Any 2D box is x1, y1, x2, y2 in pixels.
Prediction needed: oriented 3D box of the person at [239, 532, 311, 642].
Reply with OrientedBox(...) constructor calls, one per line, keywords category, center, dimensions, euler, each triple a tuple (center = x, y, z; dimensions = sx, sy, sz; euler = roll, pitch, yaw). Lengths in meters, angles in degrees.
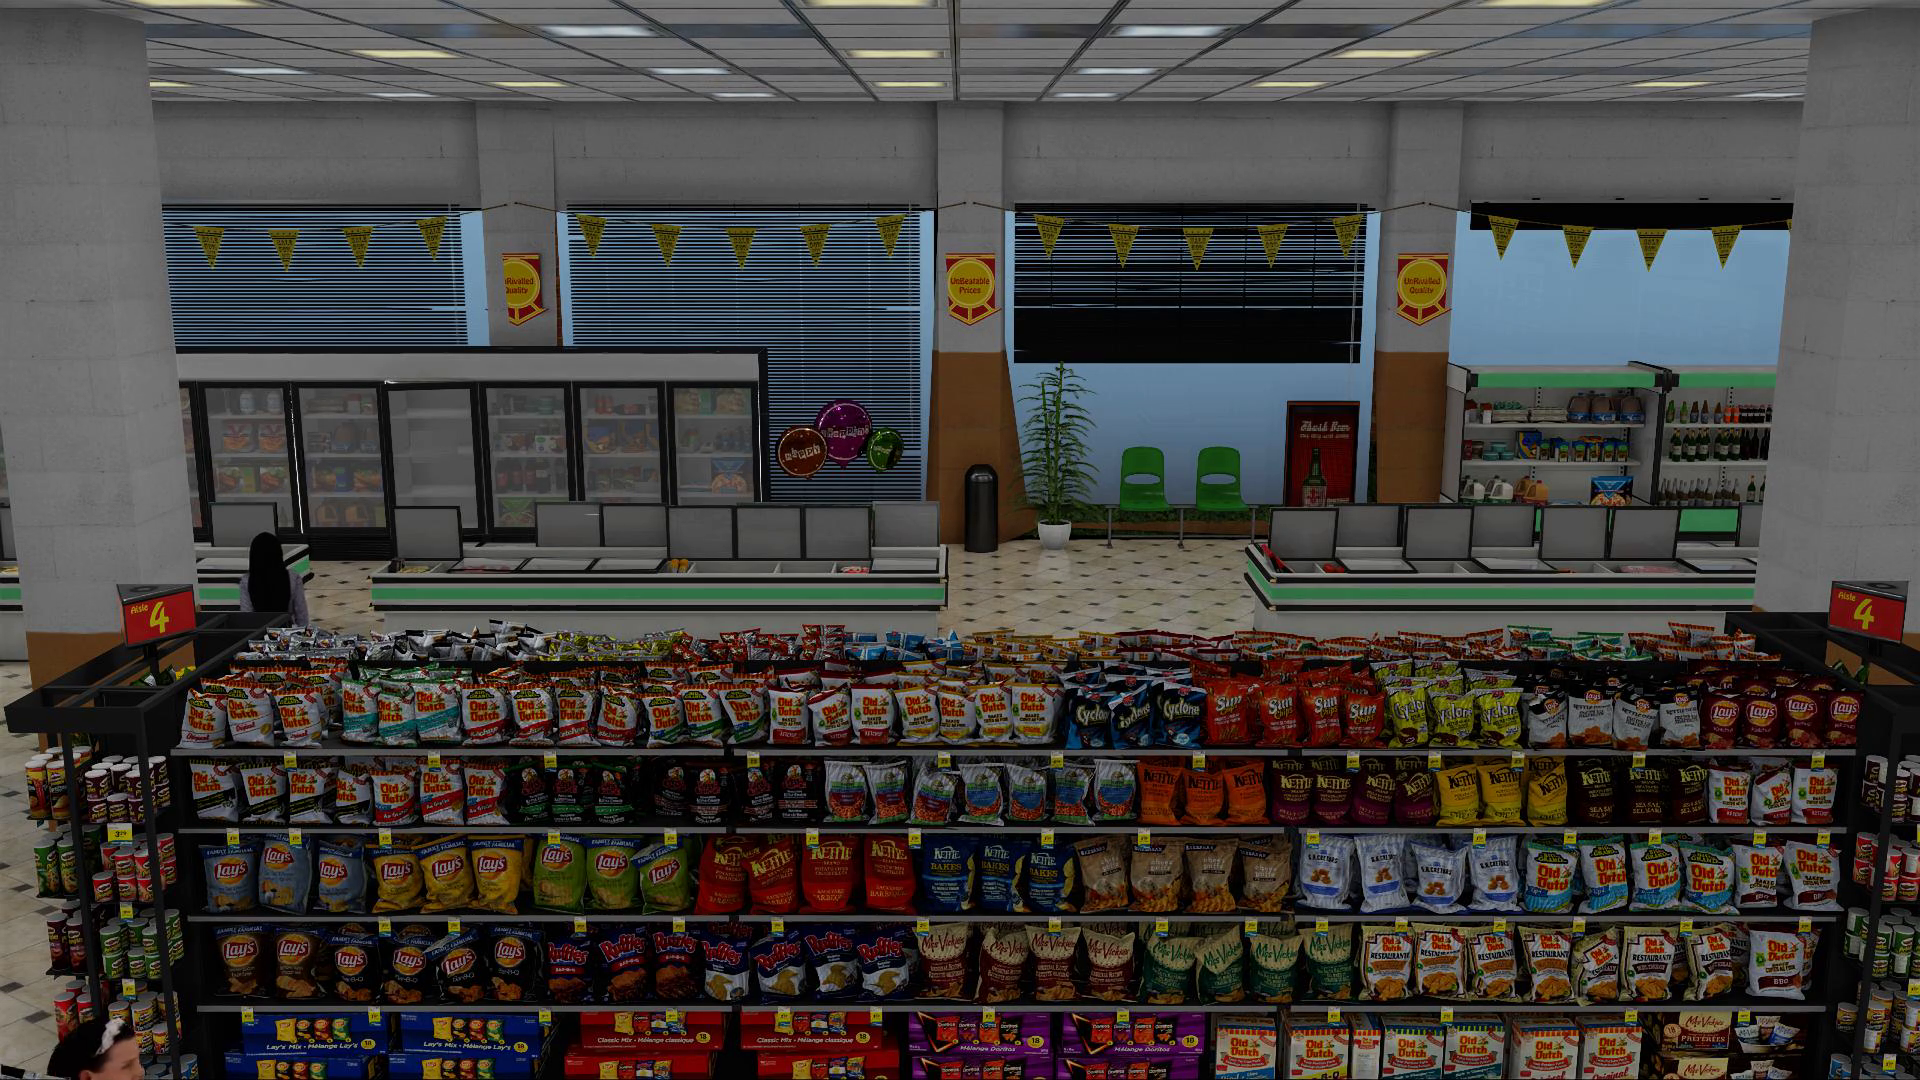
OrientedBox(category="person", center=(-4.803, 0.779, 11.696), dimensions=(0.577, 1.725, 0.718), euler=(-4, 13, -20))
